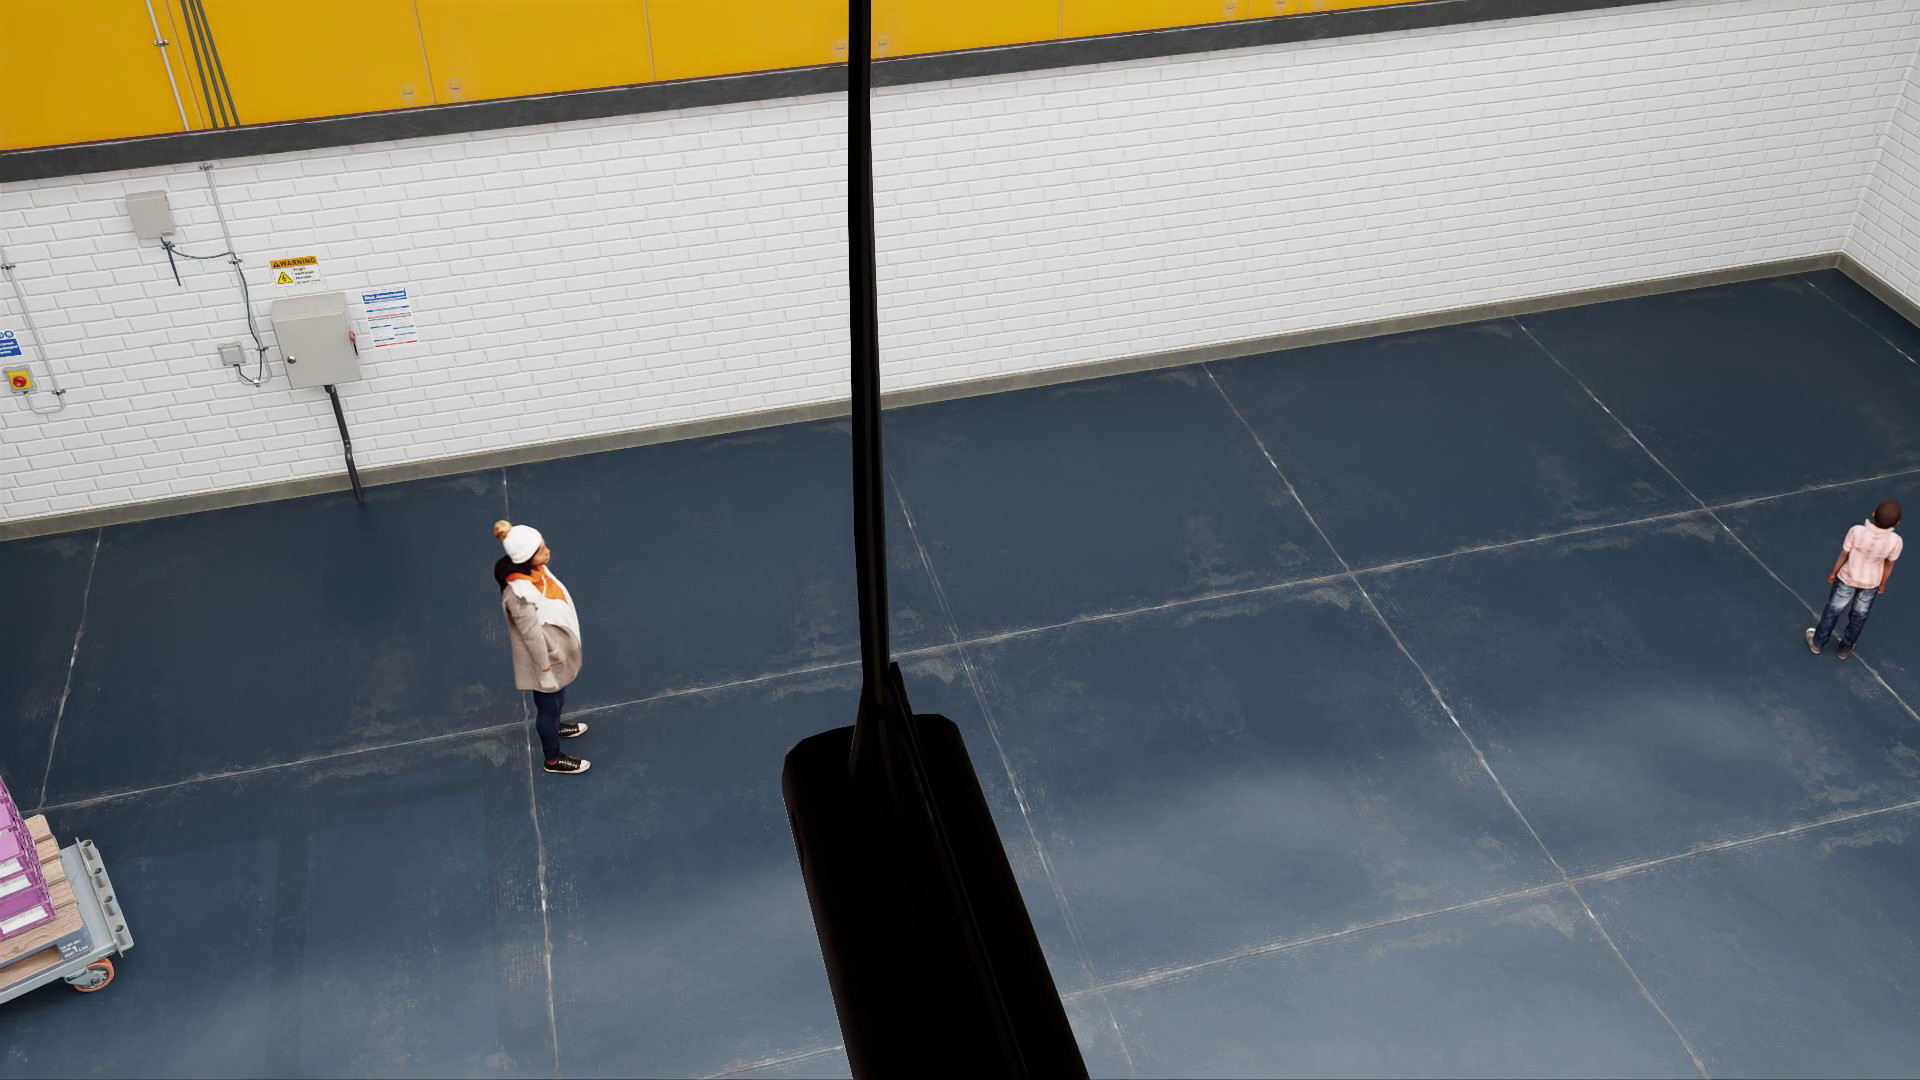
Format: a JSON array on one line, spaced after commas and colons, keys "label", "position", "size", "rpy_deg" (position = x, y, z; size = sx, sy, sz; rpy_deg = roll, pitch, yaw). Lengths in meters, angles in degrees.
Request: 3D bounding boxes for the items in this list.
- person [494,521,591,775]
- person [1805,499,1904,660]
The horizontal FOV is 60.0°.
[{"label": "person", "position": [-2.592, 0.633, 10.230], "size": [0.750, 1.891, 0.583], "rpy_deg": [-8, 39, -10]}, {"label": "person", "position": [6.041, 0.254, 11.172], "size": [0.588, 1.307, 0.635], "rpy_deg": [14, 41, 17]}]
